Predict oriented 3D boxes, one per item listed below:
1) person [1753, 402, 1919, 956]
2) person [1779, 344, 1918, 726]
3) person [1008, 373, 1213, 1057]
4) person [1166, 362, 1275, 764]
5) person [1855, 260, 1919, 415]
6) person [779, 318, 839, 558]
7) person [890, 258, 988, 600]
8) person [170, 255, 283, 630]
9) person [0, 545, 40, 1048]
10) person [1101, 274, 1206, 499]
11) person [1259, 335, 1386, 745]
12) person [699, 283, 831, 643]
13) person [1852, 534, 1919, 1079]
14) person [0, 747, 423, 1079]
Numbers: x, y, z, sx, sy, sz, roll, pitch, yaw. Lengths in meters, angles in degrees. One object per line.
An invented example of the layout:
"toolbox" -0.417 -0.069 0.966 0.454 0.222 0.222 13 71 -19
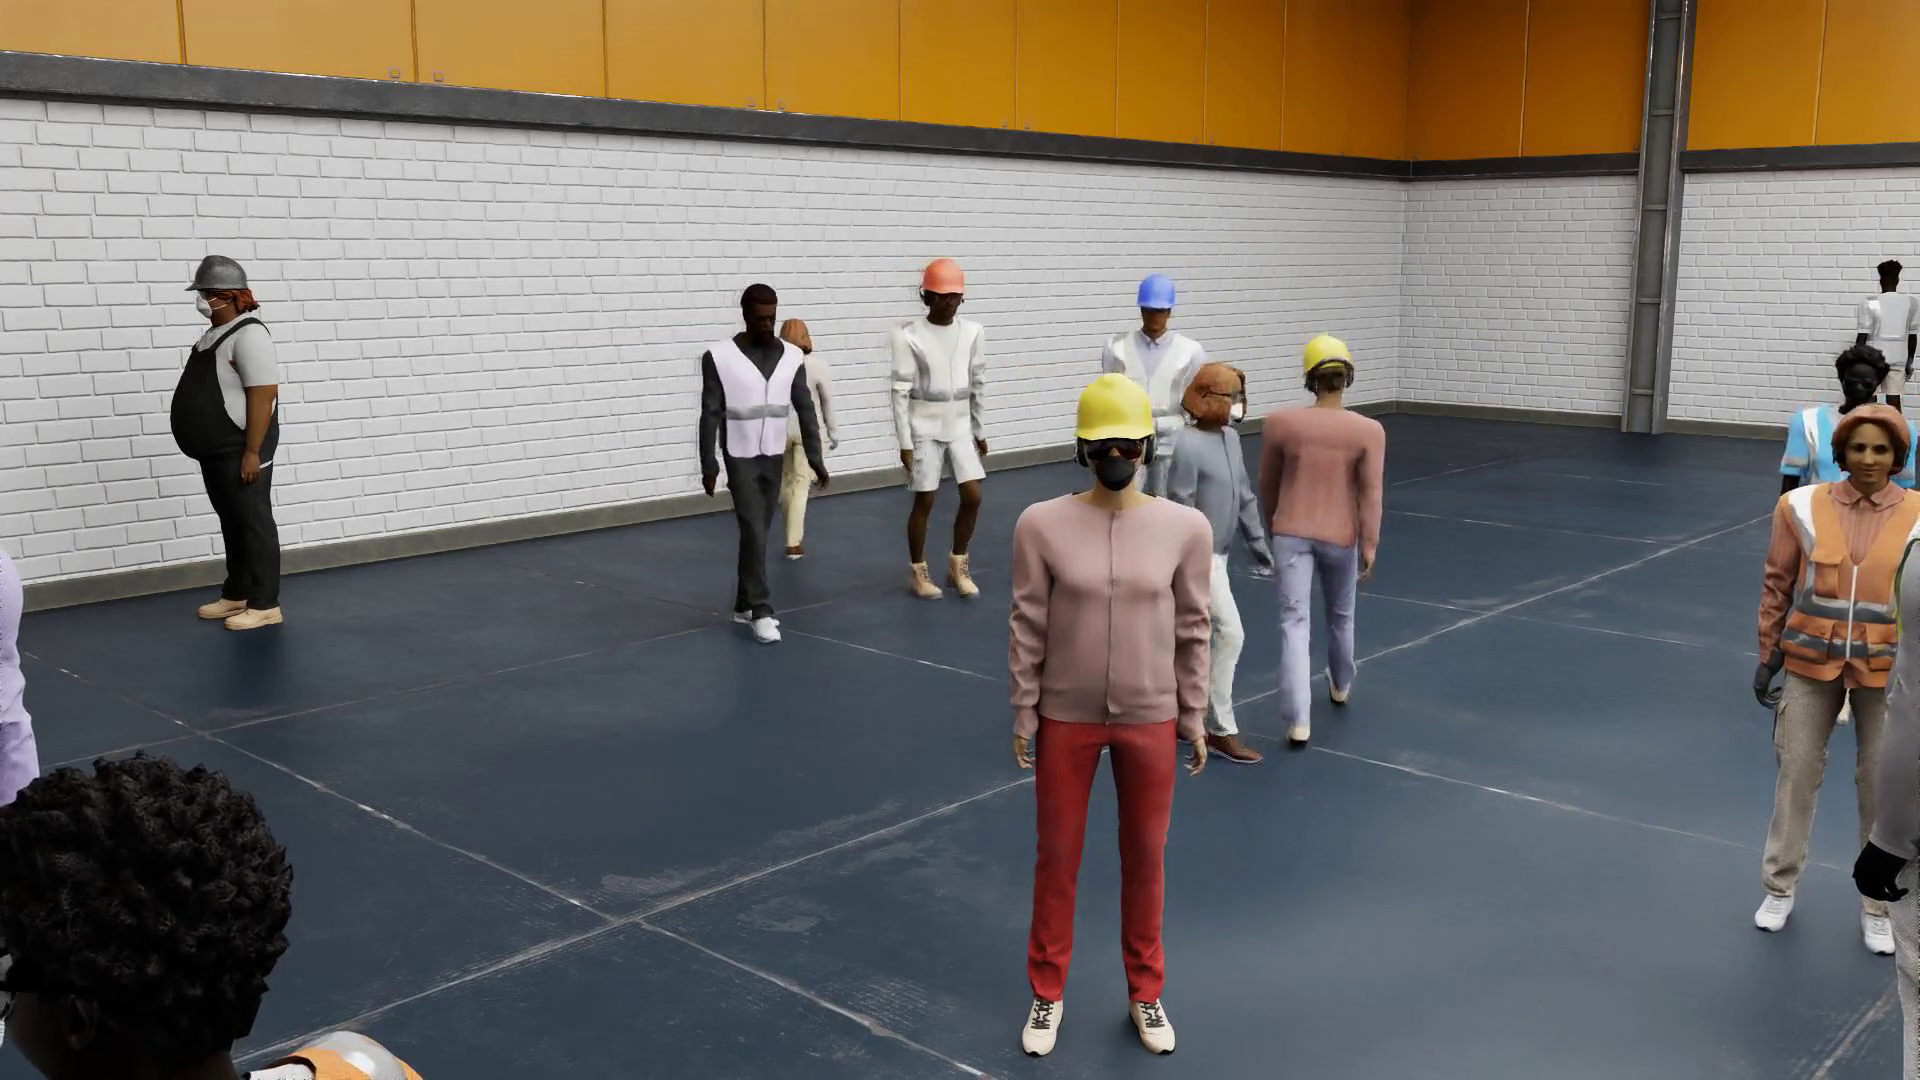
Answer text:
"person" 2.641 0.404 4.948 0.518 1.632 0.312 7 12 33
"person" 3.994 -0.064 7.520 0.530 1.662 0.838 7 12 36
"person" 0.384 0.456 4.267 0.523 1.769 0.313 0 10 0
"person" 1.095 0.087 6.788 0.629 1.609 0.509 5 11 28
"person" 9.045 -1.756 16.308 0.614 1.956 0.372 0 10 1
"person" -1.099 -0.705 11.363 0.512 1.592 0.829 2 10 11
"person" -0.093 -0.625 9.718 0.694 2.012 0.639 -6 11 -29
"person" -4.025 -0.535 9.127 0.538 2.000 0.683 -9 13 -42
"person" -1.820 0.641 2.718 0.355 1.938 0.637 9 13 42
"person" 1.065 -0.507 9.283 0.634 1.923 0.589 2 10 12
"person" 1.544 -0.022 7.169 0.522 1.699 0.965 2 10 12
"person" -1.034 -0.414 8.873 0.625 1.878 0.800 -8 13 -39
"person" 2.111 0.572 3.392 0.636 1.842 0.429 -2 10 -13
"person" -0.606 1.001 1.392 0.321 1.689 0.530 3 10 17
